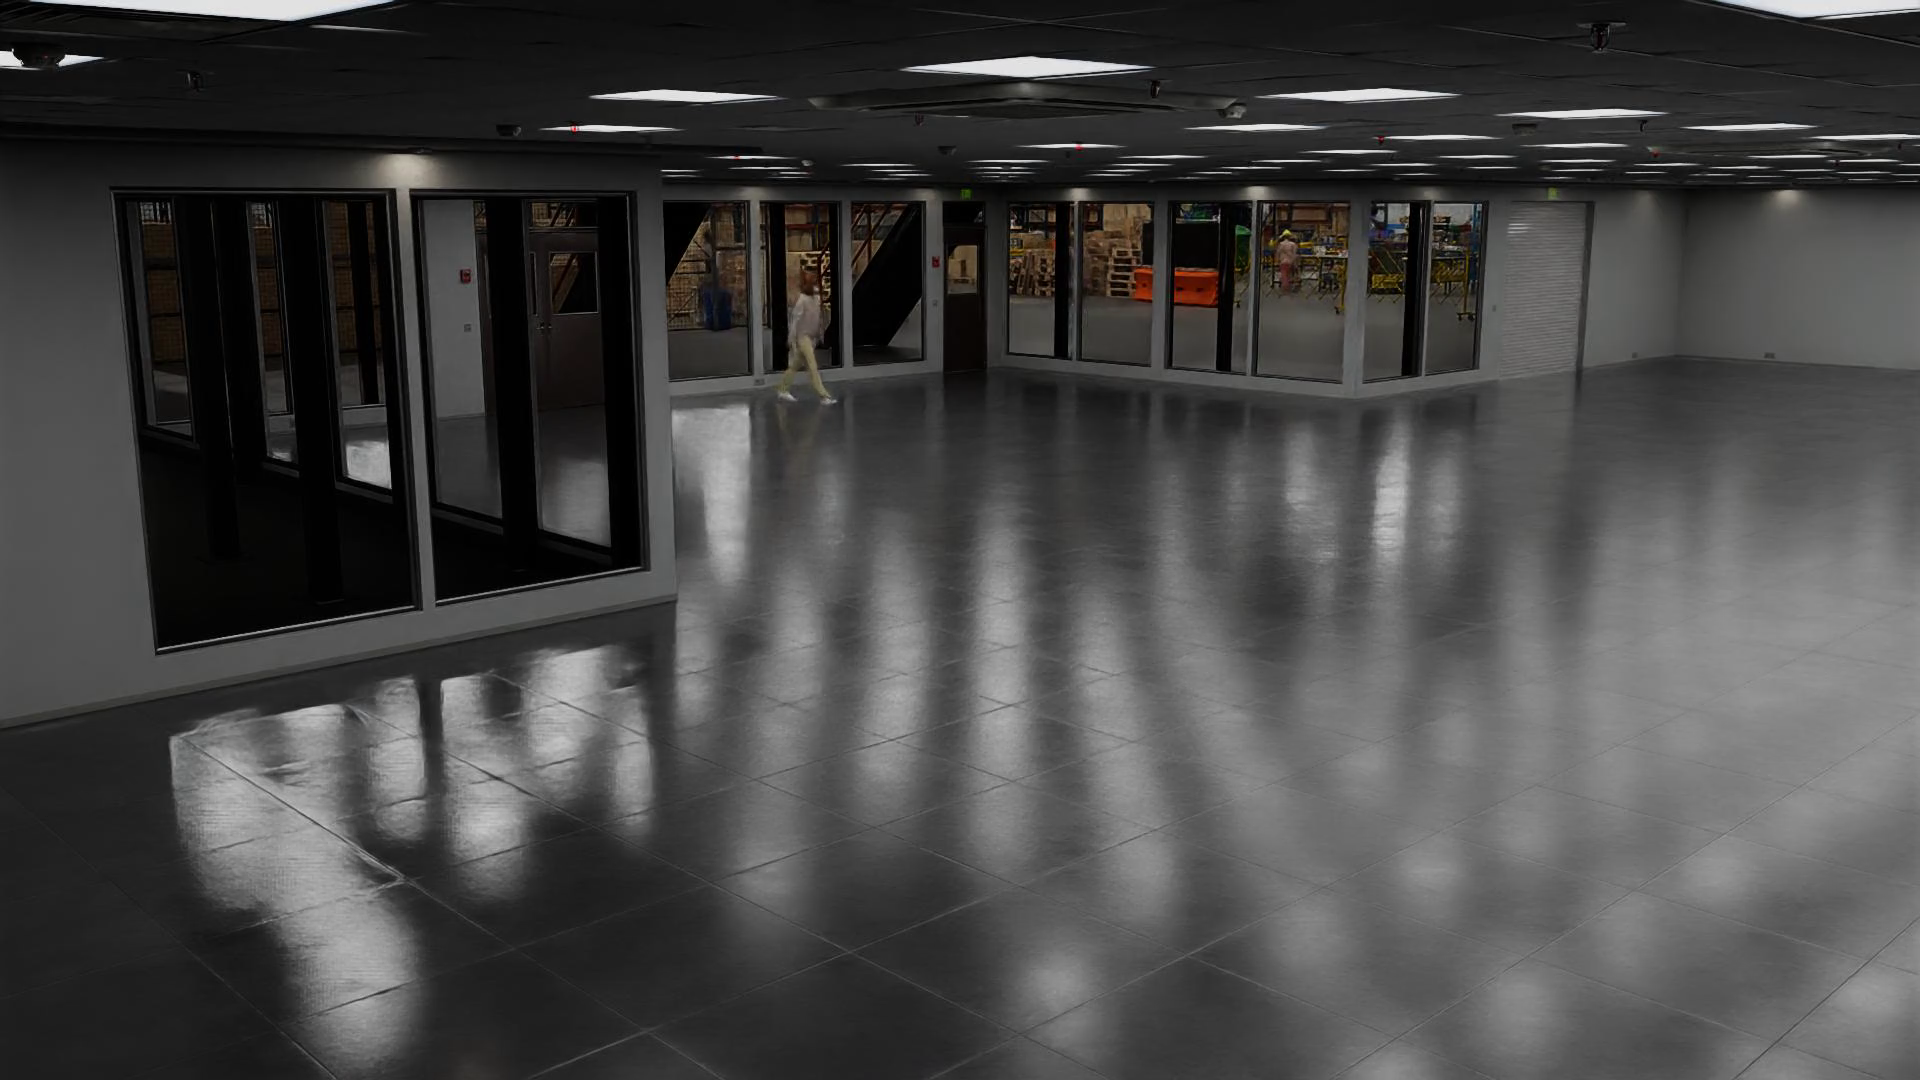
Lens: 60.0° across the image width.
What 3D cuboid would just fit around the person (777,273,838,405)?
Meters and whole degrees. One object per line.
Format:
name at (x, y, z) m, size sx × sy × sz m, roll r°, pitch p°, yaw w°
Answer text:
person at (-1.841, -2.404, 19.856) m, size 0.896 × 1.570 × 0.563 m, roll 5°, pitch 12°, yaw 22°
